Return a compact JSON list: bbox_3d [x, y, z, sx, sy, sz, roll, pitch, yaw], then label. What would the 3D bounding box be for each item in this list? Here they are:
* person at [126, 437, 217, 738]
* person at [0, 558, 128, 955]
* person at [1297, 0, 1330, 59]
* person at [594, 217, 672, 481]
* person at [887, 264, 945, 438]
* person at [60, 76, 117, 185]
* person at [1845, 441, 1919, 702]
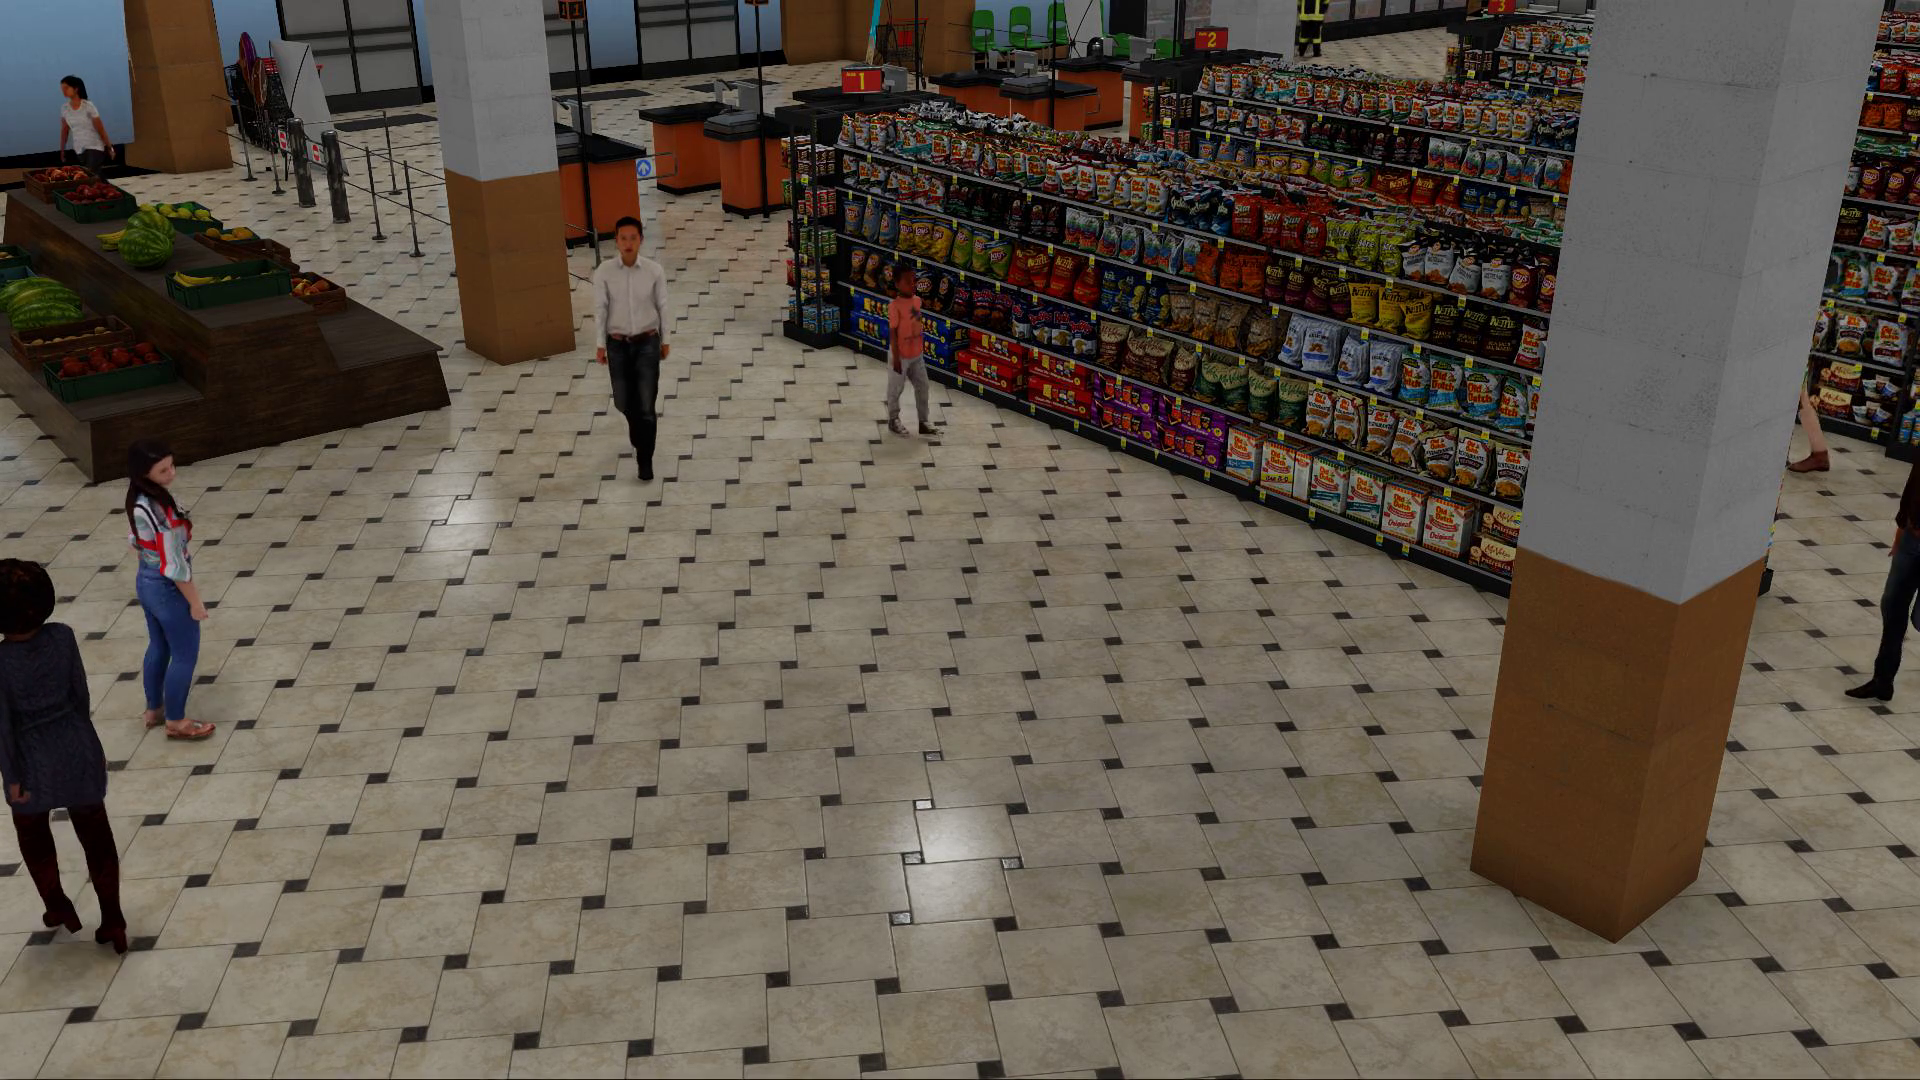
[{"bbox_3d":[-3.936,0.246,8.130,0.500,1.585,0.800,18,29,35],"label":"person"},{"bbox_3d":[-3.499,0.893,6.511,0.729,1.696,0.639,20,30,38],"label":"person"},{"bbox_3d":[6.649,-10.081,31.383,0.813,1.862,0.935,10,25,21],"label":"person"},{"bbox_3d":[-2.261,-1.353,11.521,0.972,1.795,1.106,-4,24,-8],"label":"person"},{"bbox_3d":[-0.442,-1.397,12.245,0.498,1.294,0.719,-18,29,-35],"label":"person"},{"bbox_3d":[-9.698,-4.368,18.658,1.085,1.597,1.048,6,24,14],"label":"person"},{"bbox_3d":[4.974,0.037,8.383,0.954,1.764,0.970,-5,24,-11],"label":"person"}]
